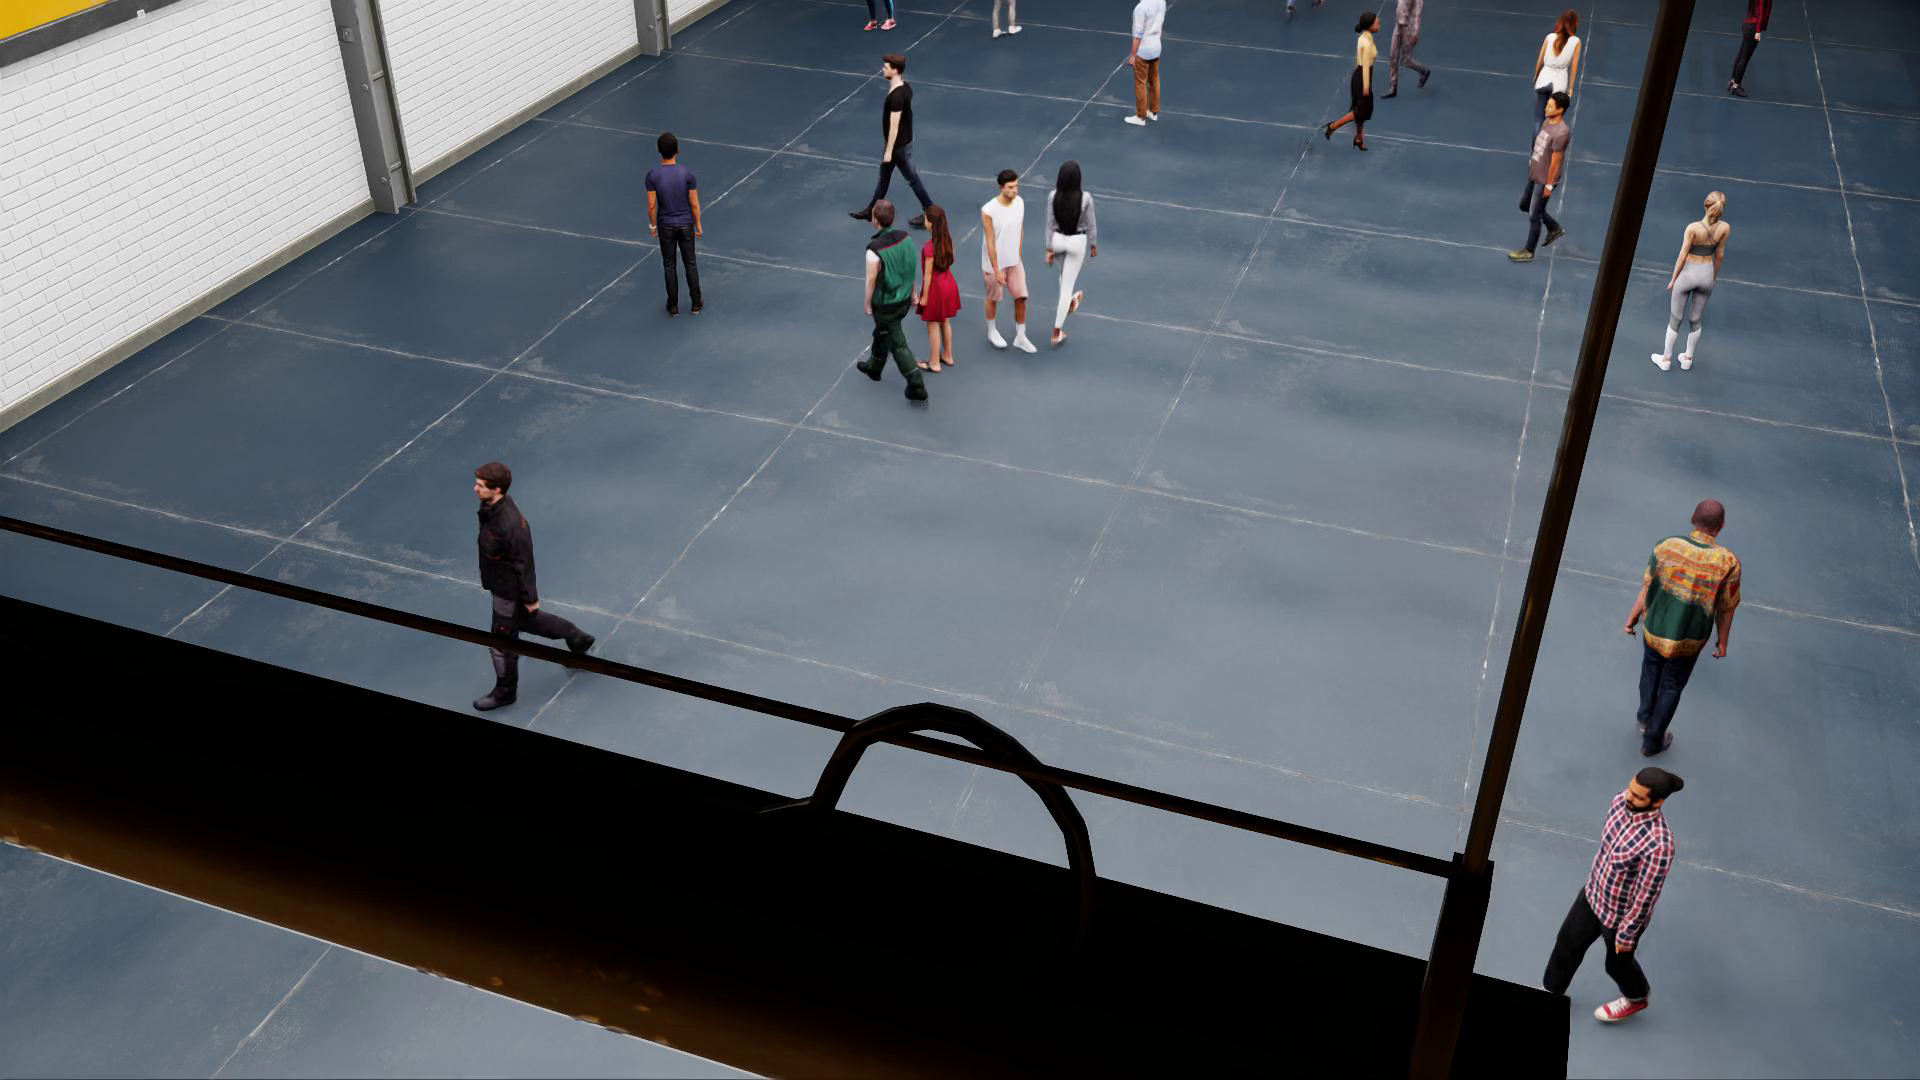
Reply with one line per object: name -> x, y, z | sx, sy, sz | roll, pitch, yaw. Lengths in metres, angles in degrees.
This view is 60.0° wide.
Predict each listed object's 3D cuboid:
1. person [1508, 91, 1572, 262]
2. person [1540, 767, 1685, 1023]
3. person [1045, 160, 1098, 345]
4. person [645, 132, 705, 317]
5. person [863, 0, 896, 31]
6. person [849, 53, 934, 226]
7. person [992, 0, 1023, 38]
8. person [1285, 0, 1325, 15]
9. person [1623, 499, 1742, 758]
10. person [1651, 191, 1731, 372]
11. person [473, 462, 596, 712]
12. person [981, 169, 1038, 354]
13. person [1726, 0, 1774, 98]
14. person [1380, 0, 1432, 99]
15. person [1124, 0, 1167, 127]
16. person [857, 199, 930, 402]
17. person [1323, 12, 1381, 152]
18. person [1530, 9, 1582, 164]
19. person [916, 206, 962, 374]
person -> 6.034, -3.691, 16.942 | 0.888, 1.766, 0.888 | -4, 34, -6
person -> 3.470, 1.863, 8.601 | 1.046, 1.751, 1.054 | -5, 34, -8
person -> 0.978, -2.636, 15.439 | 0.654, 1.673, 1.180 | 15, 36, 21
person -> -2.722, -3.008, 15.893 | 0.720, 1.792, 0.711 | -7, 34, -10
person -> -1.118, -8.082, 23.613 | 0.853, 1.694, 0.709 | -28, 43, -35
person -> -0.556, -4.172, 17.590 | 1.071, 1.851, 1.237 | -1, 34, -2
person -> 0.568, -7.793, 23.441 | 0.676, 1.404, 0.807 | 25, 41, 33
person -> 5.039, -8.554, 24.222 | 0.903, 1.807, 1.269 | 22, 40, 30
person -> 4.478, 0.597, 10.480 | 0.861, 1.778, 0.807 | 25, 41, 33
person -> 6.603, -2.326, 14.947 | 0.633, 1.703, 0.643 | 0, 34, 0
person -> -2.871, 0.263, 10.957 | 1.247, 1.807, 1.167 | -16, 37, -23
person -> 0.337, -2.601, 15.304 | 0.896, 1.765, 0.940 | -18, 38, -25
person -> 10.173, -6.567, 21.367 | 0.663, 1.658, 0.474 | 8, 34, 12
person -> 5.750, -6.479, 21.197 | 0.972, 1.700, 0.934 | -12, 36, -18
person -> 2.294, -6.024, 20.399 | 0.820, 1.825, 0.656 | 28, 43, 35
person -> -0.553, -2.021, 14.404 | 1.004, 1.795, 1.189 | 28, 42, 35
person -> 4.658, -5.361, 19.568 | 0.737, 1.641, 0.796 | 4, 34, 6
person -> 6.807, -5.177, 19.211 | 0.619, 1.731, 1.157 | 11, 35, 16
person -> -0.193, -2.267, 14.996 | 0.666, 1.550, 0.598 | 19, 38, 26
